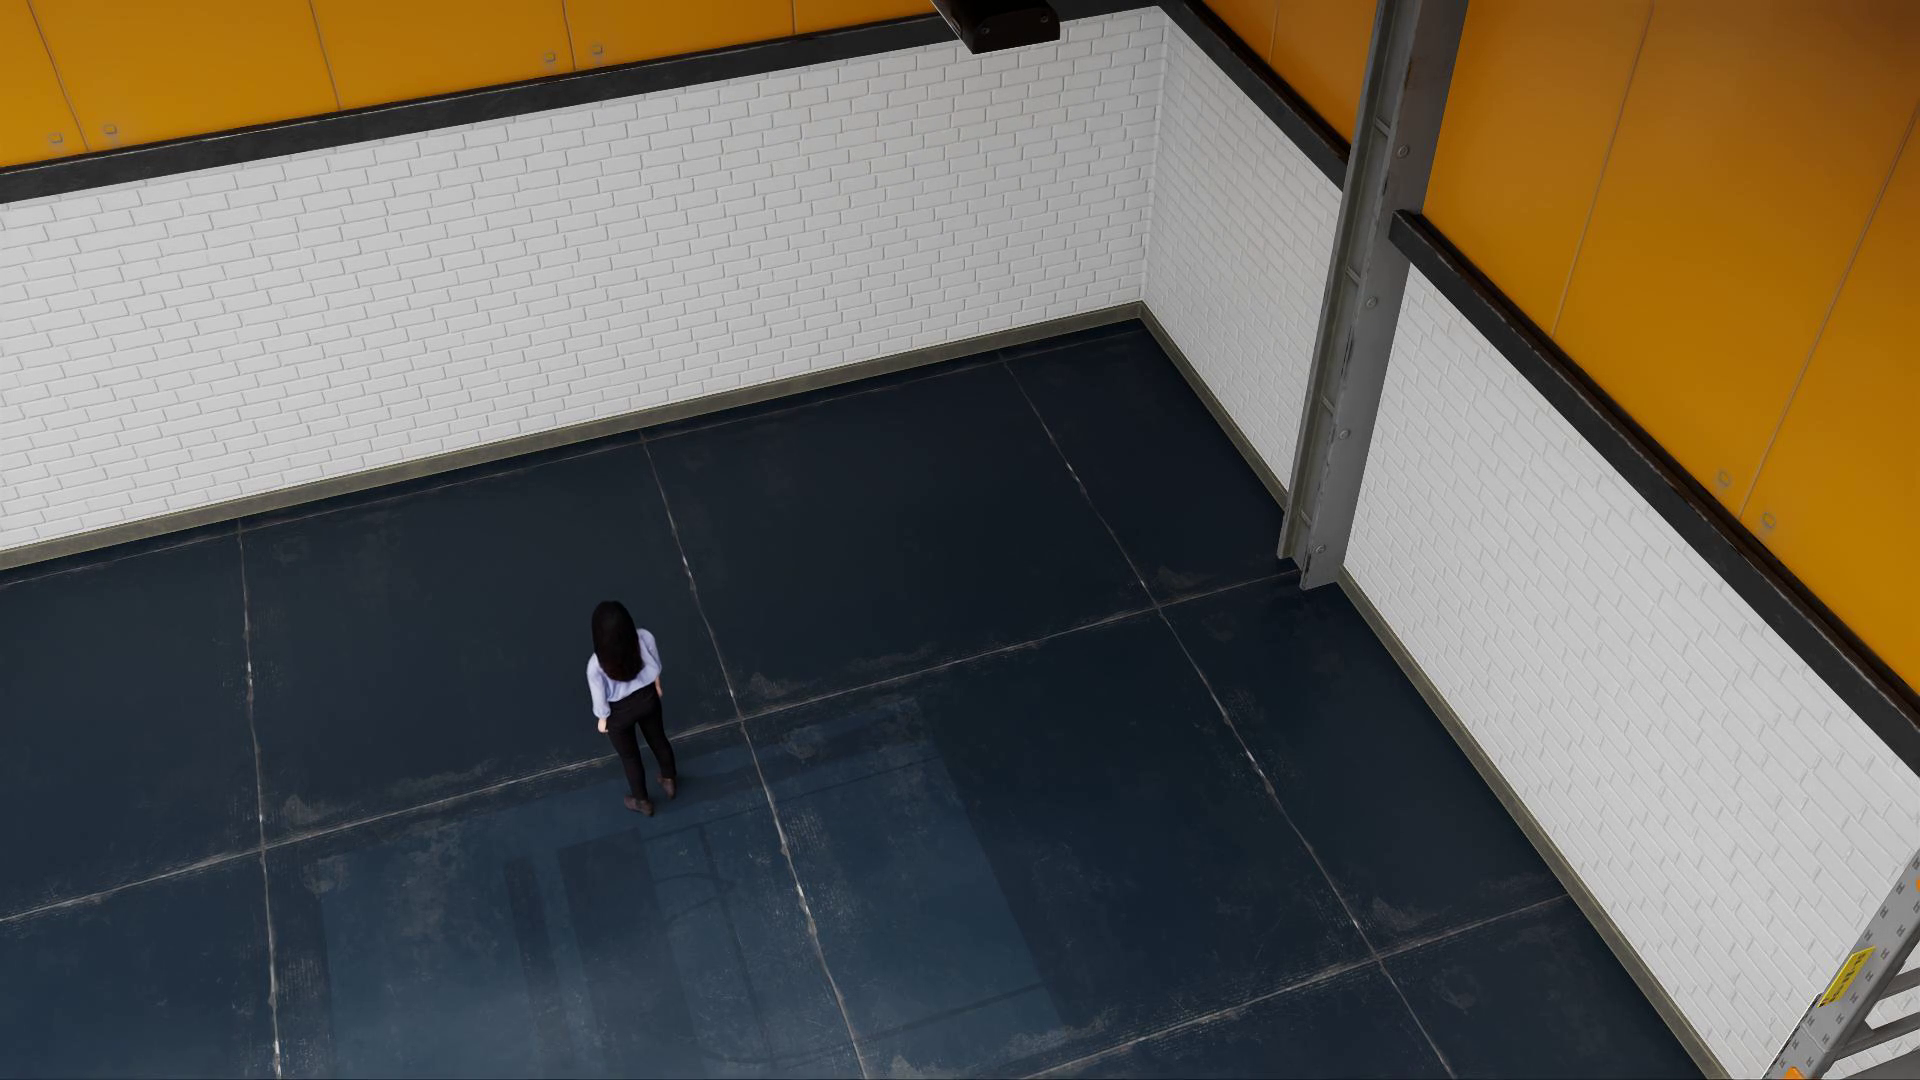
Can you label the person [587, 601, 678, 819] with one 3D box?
[{"bbox_3d":[-1.935,0.997,9.811,0.722,1.743,0.692,-32,52,-29],"label":"person"}]
